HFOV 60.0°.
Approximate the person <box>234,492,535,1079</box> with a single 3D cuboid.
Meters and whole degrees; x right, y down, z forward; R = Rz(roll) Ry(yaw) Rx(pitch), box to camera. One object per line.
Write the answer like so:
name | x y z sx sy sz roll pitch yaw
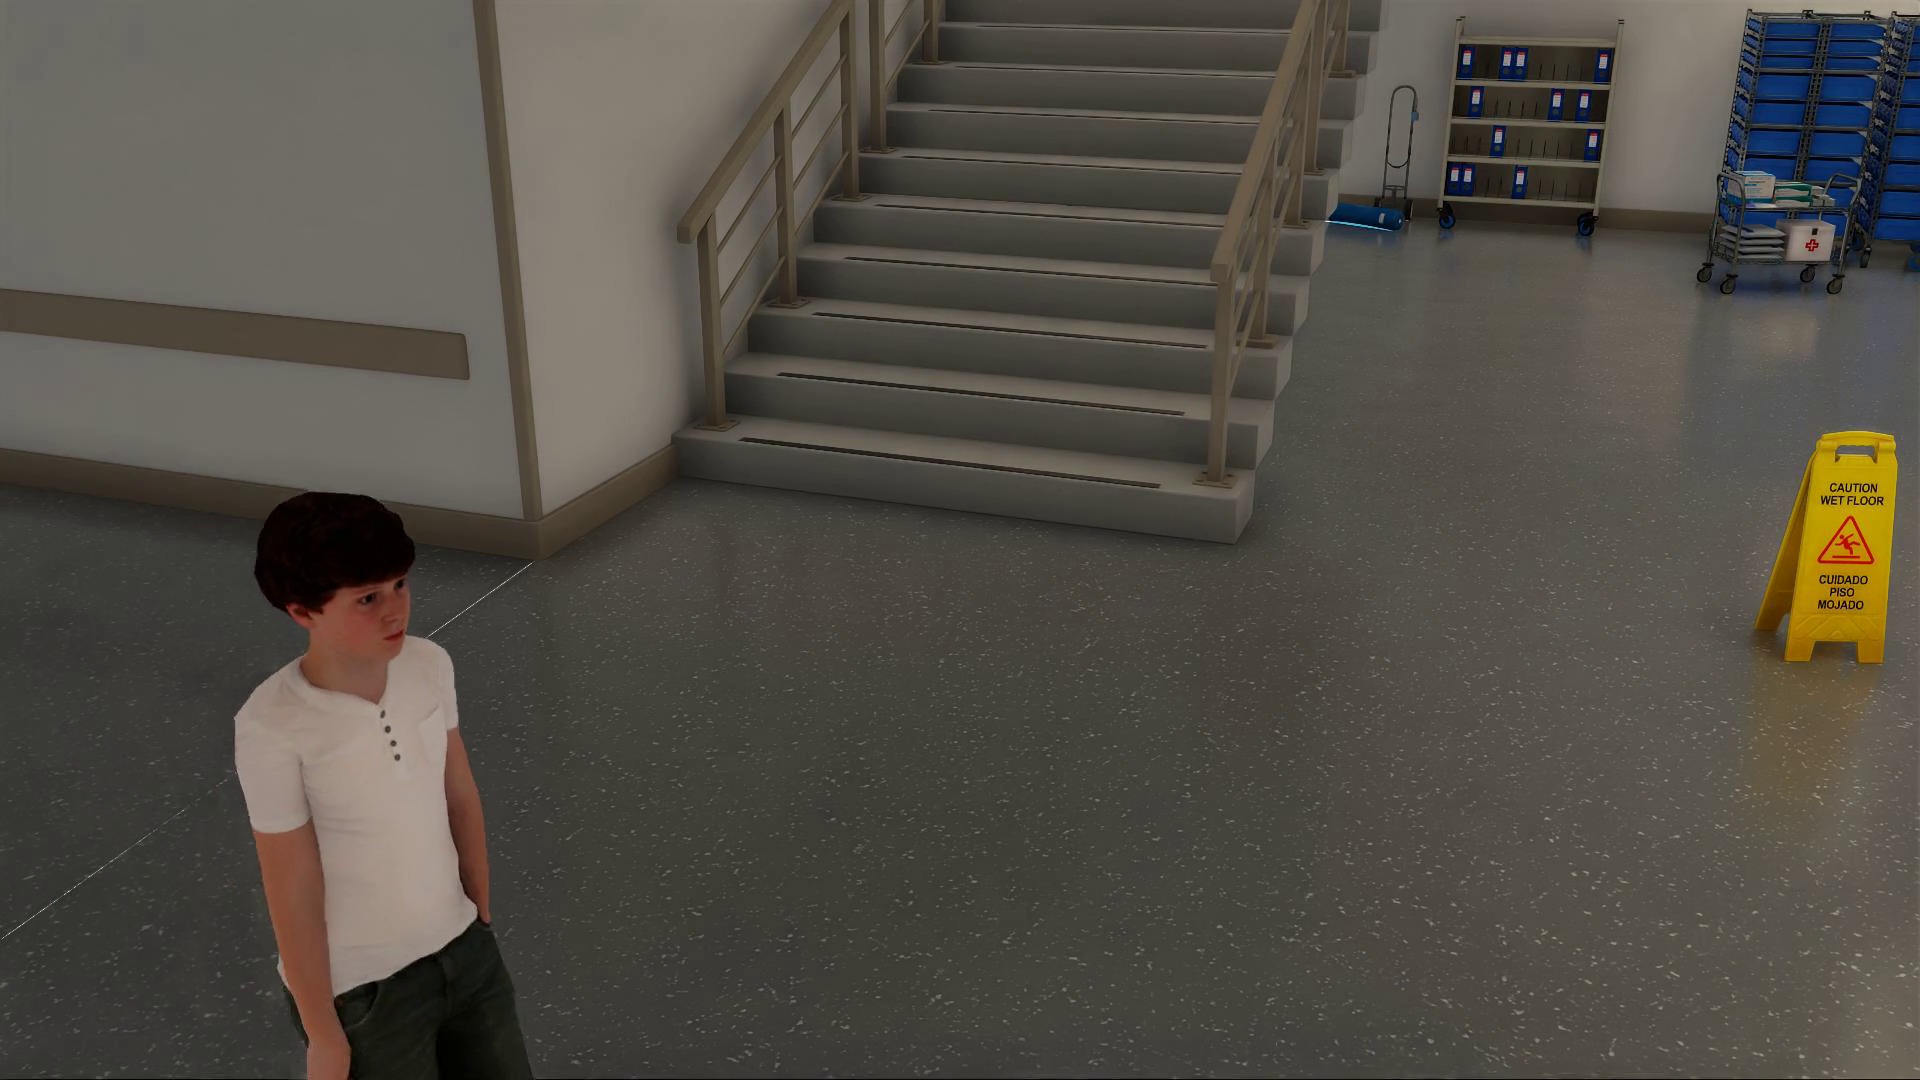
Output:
person | -0.981 0.691 2.729 0.730 1.642 0.815 12 24 30
